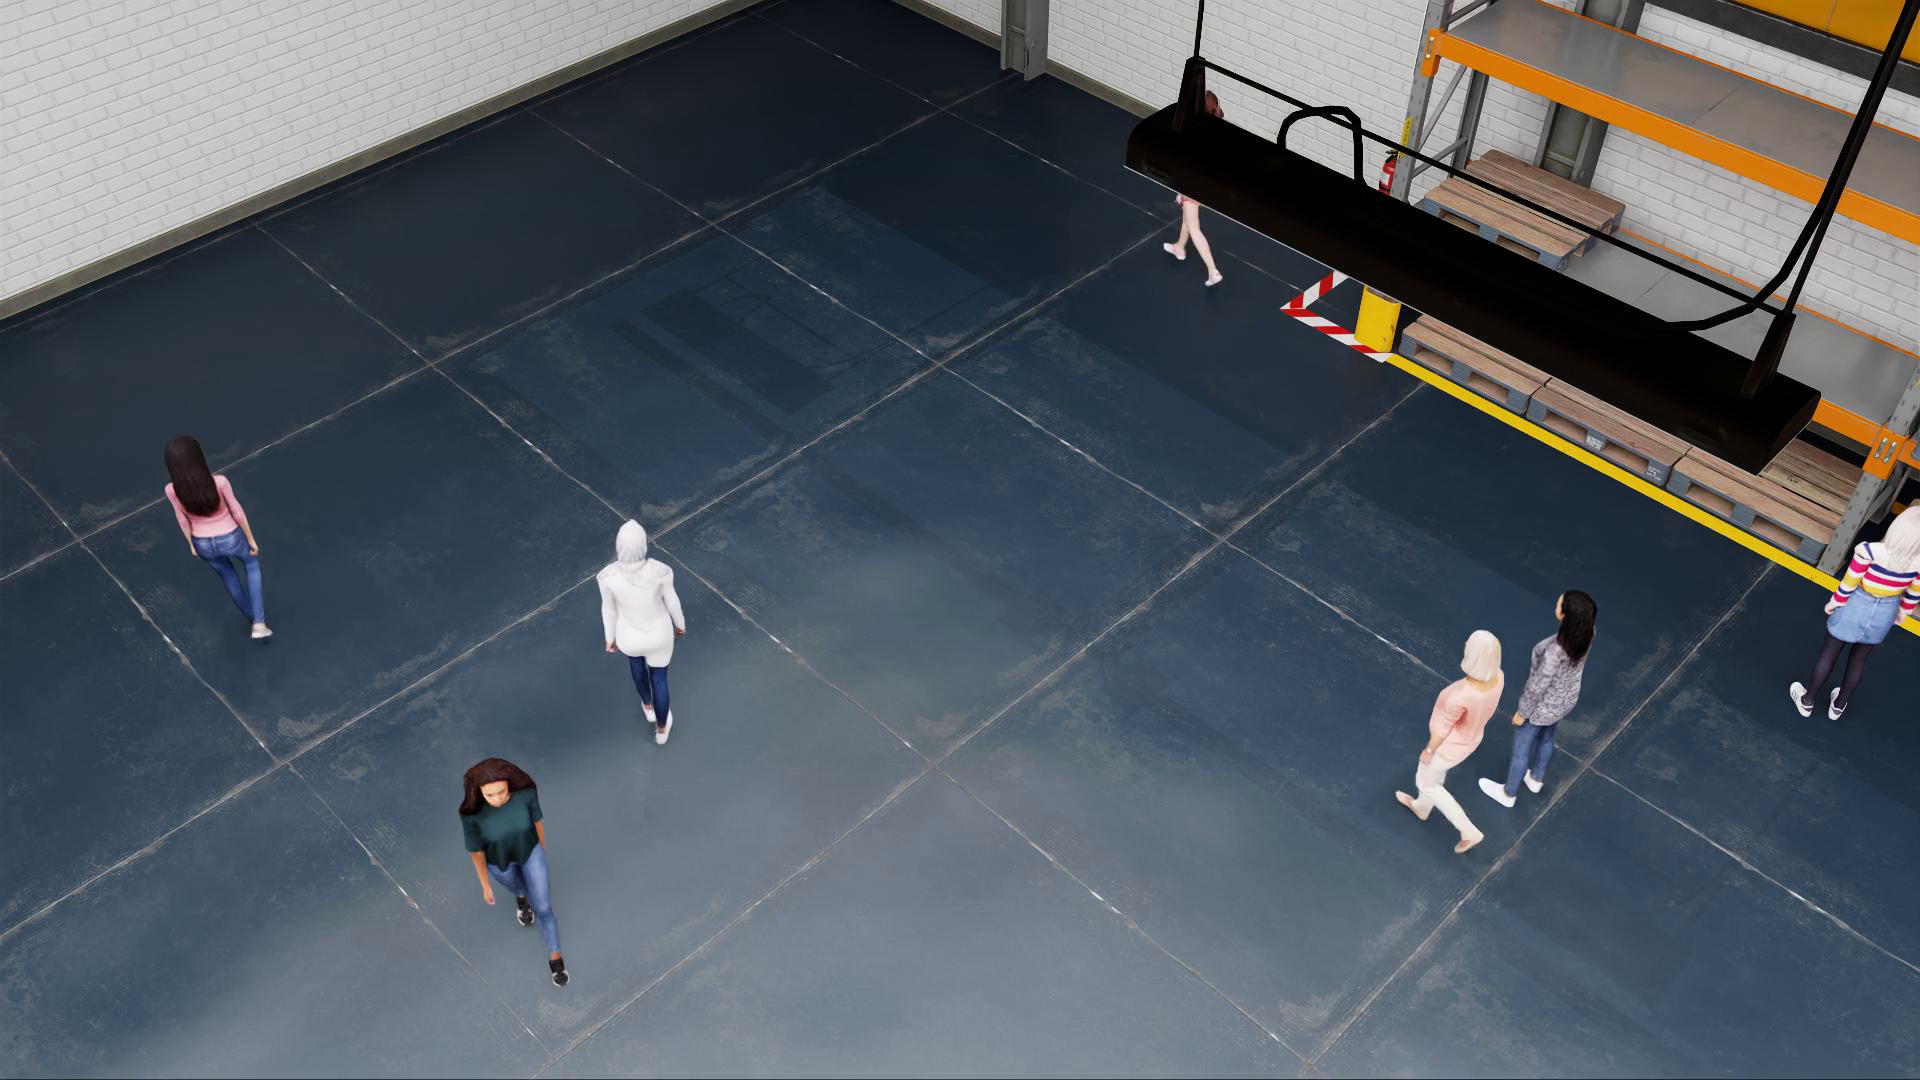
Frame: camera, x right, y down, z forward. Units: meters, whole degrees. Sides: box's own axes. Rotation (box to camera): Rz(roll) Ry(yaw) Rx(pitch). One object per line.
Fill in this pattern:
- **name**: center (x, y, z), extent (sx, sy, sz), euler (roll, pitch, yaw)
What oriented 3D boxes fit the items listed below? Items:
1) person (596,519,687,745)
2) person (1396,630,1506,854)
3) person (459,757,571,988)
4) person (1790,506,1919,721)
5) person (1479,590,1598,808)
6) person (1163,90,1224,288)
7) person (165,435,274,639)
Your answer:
- **person**: center (-1.973, 0.654, 10.363), extent (0.780, 1.763, 0.827), euler (-4, 44, -4)
- **person**: center (2.970, 1.223, 9.804), extent (0.615, 1.710, 0.877), euler (-32, 52, -29)
- **person**: center (-2.543, 1.718, 9.378), extent (0.858, 1.581, 1.113), euler (-15, 46, -15)
- **person**: center (5.742, 0.458, 10.534), extent (0.657, 1.809, 0.782), euler (9, 44, 9)
- **person**: center (3.561, 0.967, 10.057), extent (0.644, 1.731, 0.575), euler (-28, 50, -26)
- **person**: center (2.079, -2.982, 14.209), extent (0.727, 1.722, 1.152), euler (-25, 49, -24)
- **person**: center (-4.909, 0.059, 11.008), extent (0.739, 1.734, 0.846), euler (-13, 45, -13)
